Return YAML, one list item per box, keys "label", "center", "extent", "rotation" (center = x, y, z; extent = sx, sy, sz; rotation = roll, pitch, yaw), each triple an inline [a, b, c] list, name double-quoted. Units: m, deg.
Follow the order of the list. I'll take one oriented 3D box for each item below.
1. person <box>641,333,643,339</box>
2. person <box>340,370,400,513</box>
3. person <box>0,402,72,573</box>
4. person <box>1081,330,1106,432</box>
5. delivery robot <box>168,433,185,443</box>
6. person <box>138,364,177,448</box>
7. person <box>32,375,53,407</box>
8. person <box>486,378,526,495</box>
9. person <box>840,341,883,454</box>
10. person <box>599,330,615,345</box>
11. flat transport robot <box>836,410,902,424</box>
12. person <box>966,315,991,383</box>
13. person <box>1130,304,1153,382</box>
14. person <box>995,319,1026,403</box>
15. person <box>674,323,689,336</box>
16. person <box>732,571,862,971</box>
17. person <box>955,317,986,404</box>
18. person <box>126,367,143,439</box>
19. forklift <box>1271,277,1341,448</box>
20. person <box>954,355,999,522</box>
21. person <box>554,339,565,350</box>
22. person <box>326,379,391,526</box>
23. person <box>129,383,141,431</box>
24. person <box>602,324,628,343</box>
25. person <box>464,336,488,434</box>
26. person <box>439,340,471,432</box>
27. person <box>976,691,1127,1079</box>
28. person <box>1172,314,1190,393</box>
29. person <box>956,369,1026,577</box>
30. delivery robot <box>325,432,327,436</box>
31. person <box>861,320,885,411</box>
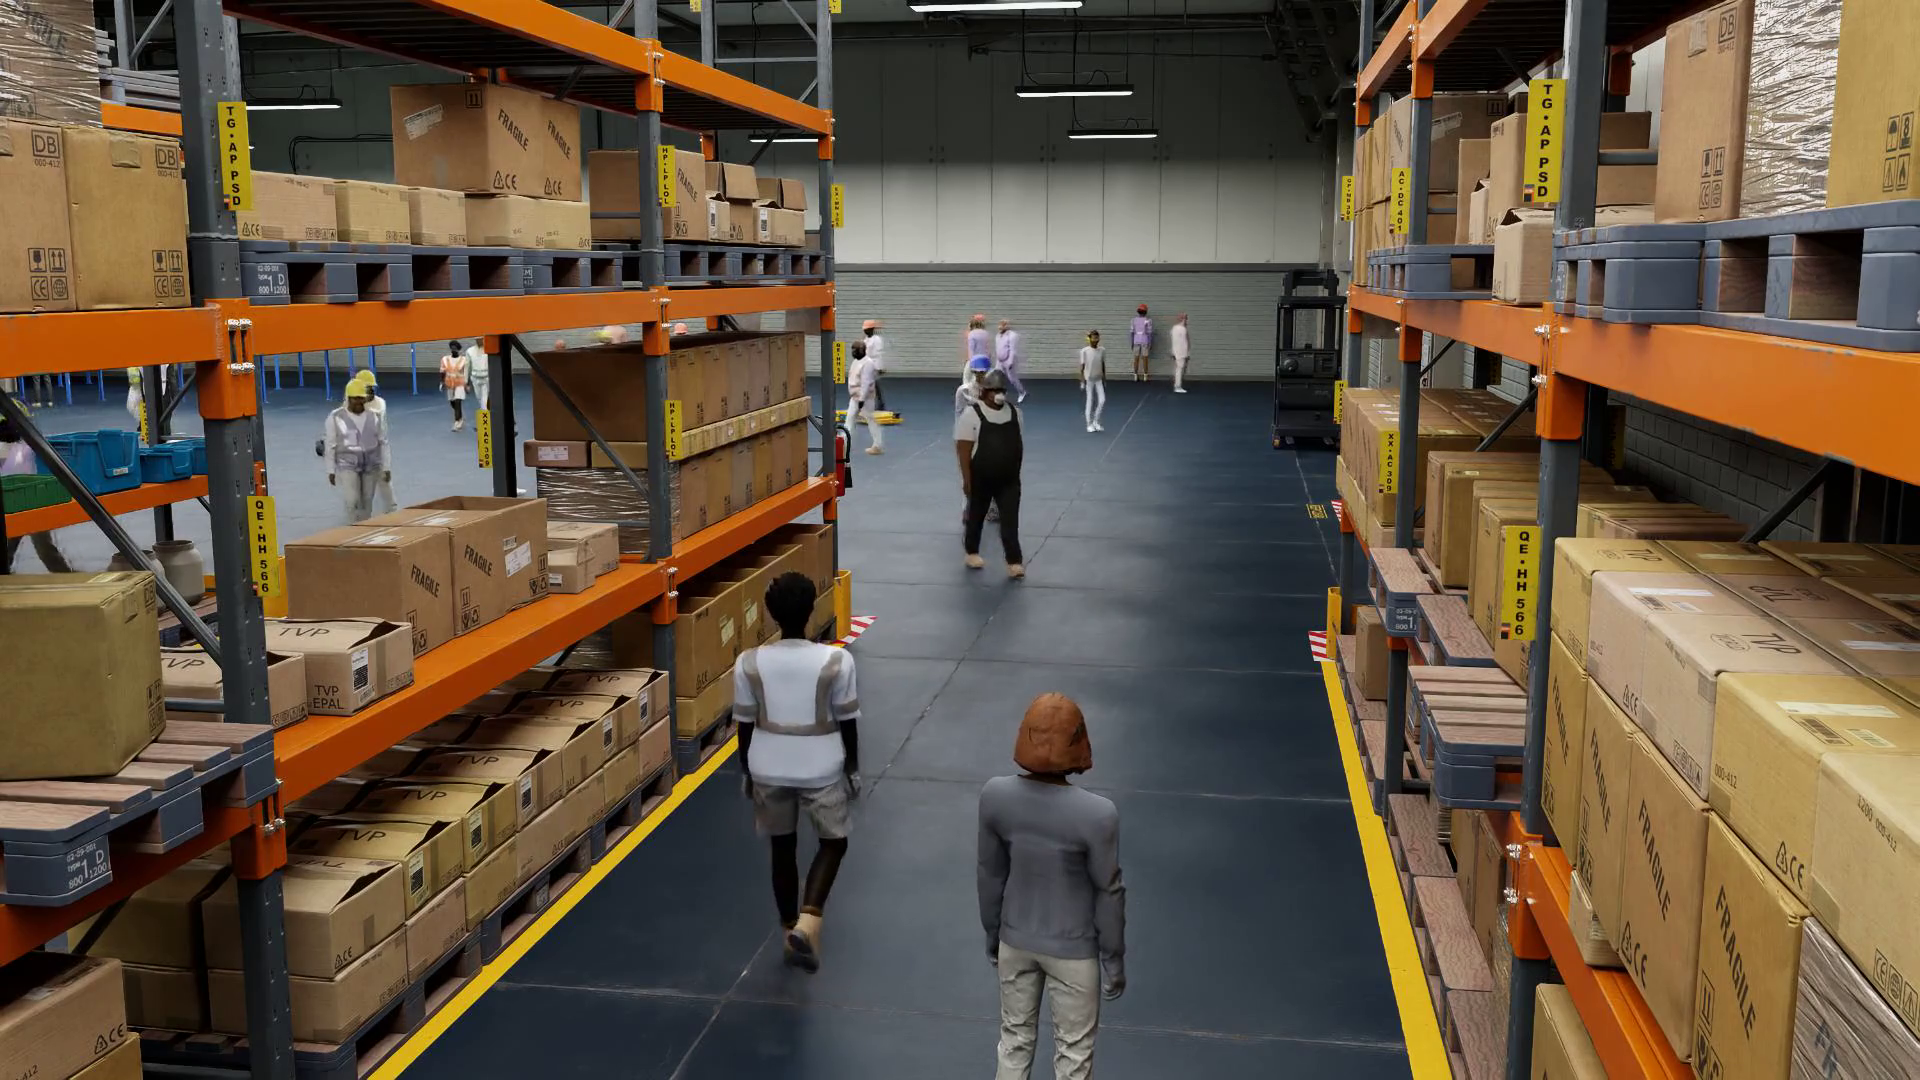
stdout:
- label: "person"
  center: [-6.756, -3.690, 35.839]
  extent: [0.537, 1.614, 0.578]
  rotation: [2, 10, 15]
- label: "person"
  center: [-6.722, -1.034, 18.977]
  extent: [0.928, 1.779, 0.623]
  rotation: [7, 12, 38]
- label: "person"
  center: [-7.780, -0.233, 13.765]
  extent: [0.588, 1.878, 0.993]
  rotation: [5, 10, 27]
- label: "person"
  center: [2.445, -2.878, 30.151]
  extent: [0.550, 1.850, 0.508]
  rotation: [-3, 10, -20]
- label: "delivery robot"
  center: [-11.426, -1.330, 24.435]
  extent: [0.707, 0.478, 0.477]
  rotation: [-9, 13, -43]
- label: "person"
  center: [-12.656, -2.275, 26.254]
  extent: [0.589, 1.913, 0.380]
  rotation: [0, 9, 2]
- label: "person"
  center: [-19.781, -3.780, 35.729]
  extent: [0.345, 1.847, 0.506]
  rotation: [8, 12, 42]
- label: "person"
  center: [-5.979, -1.531, 21.779]
  extent: [0.519, 1.873, 0.328]
  rotation: [7, 12, 38]
- label: "person"
  center: [-1.649, -2.257, 26.482]
  extent: [0.941, 1.791, 0.657]
  rotation: [-5, 10, -26]
- label: "person"
  center: [-7.200, -3.426, 33.947]
  extent: [0.720, 1.705, 0.512]
  rotation: [-6, 11, -34]
- label: "flat transport robot"
  center: [-1.834, -2.393, 32.152]
  extent: [0.652, 0.197, 1.431]
  rotation: [-9, 13, -43]
- label: "person"
  center: [0.389, -4.062, 37.180]
  extent: [1.015, 1.951, 0.626]
  rotation: [-9, 13, -44]
- label: "person"
  center: [4.808, -5.224, 44.024]
  extent: [0.609, 2.044, 0.393]
  rotation: [4, 10, 26]
- label: "person"
  center: [1.056, -3.935, 36.611]
  extent: [0.640, 1.874, 0.863]
  rotation: [9, 13, 43]
- label: "person"
  center: [-4.961, -2.870, 29.654]
  extent: [0.608, 1.996, 0.380]
  rotation: [-1, 9, -3]
- label: "person"
  center: [-0.687, 0.968, 6.907]
  extent: [0.543, 1.684, 0.562]
  rotation: [1, 9, 7]
- label: "person"
  center: [0.256, -3.833, 35.848]
  extent: [0.898, 1.904, 0.650]
  rotation: [6, 11, 32]
- label: "person"
  center: [-14.188, -2.656, 28.846]
  extent: [0.650, 1.827, 0.446]
  rotation: [6, 11, 32]
- label: "forklift"
  center: [5.847, -3.016, 27.970]
  extent: [1.129, 2.768, 1.873]
  rotation: [1, 9, 9]
- label: "person"
  center: [0.243, -1.188, 19.434]
  extent: [0.616, 1.943, 0.403]
  rotation: [-2, 9, -12]
- label: "person"
  center: [-7.653, -3.058, 31.985]
  extent: [0.524, 1.613, 0.723]
  rotation: [-2, 9, -11]
- label: "person"
  center: [-6.159, -0.743, 17.142]
  extent: [0.604, 1.802, 0.754]
  rotation: [-7, 12, -38]
- label: "person"
  center: [-14.948, -2.972, 30.461]
  extent: [0.549, 1.936, 0.376]
  rotation: [-7, 12, -37]
- label: "person"
  center: [-8.175, -4.408, 39.550]
  extent: [0.688, 1.873, 0.432]
  rotation: [2, 9, 13]
- label: "person"
  center: [-8.536, -2.817, 29.617]
  extent: [0.640, 1.892, 1.011]
  rotation: [1, 9, 8]
- label: "person"
  center: [-9.234, -2.847, 30.531]
  extent: [0.530, 1.663, 0.850]
  rotation: [0, 9, 3]
- label: "person"
  center: [0.289, 1.275, 5.195]
  extent: [0.507, 1.636, 0.275]
  rotation: [6, 11, 32]
- label: "person"
  center: [5.333, -4.457, 39.751]
  extent: [0.462, 1.890, 0.679]
  rotation: [-2, 9, -13]
- label: "person"
  center: [0.310, -0.672, 16.095]
  extent: [0.692, 2.000, 1.038]
  rotation: [-3, 10, -20]
- label: "delivery robot"
  center: [-9.996, -1.819, 26.649]
  extent: [0.335, 0.223, 0.698]
  rotation: [-1, 9, -5]
- label: "person"
  center: [-1.917, -3.577, 34.285]
  extent: [0.854, 1.900, 0.562]
  rotation: [-5, 10, -28]
